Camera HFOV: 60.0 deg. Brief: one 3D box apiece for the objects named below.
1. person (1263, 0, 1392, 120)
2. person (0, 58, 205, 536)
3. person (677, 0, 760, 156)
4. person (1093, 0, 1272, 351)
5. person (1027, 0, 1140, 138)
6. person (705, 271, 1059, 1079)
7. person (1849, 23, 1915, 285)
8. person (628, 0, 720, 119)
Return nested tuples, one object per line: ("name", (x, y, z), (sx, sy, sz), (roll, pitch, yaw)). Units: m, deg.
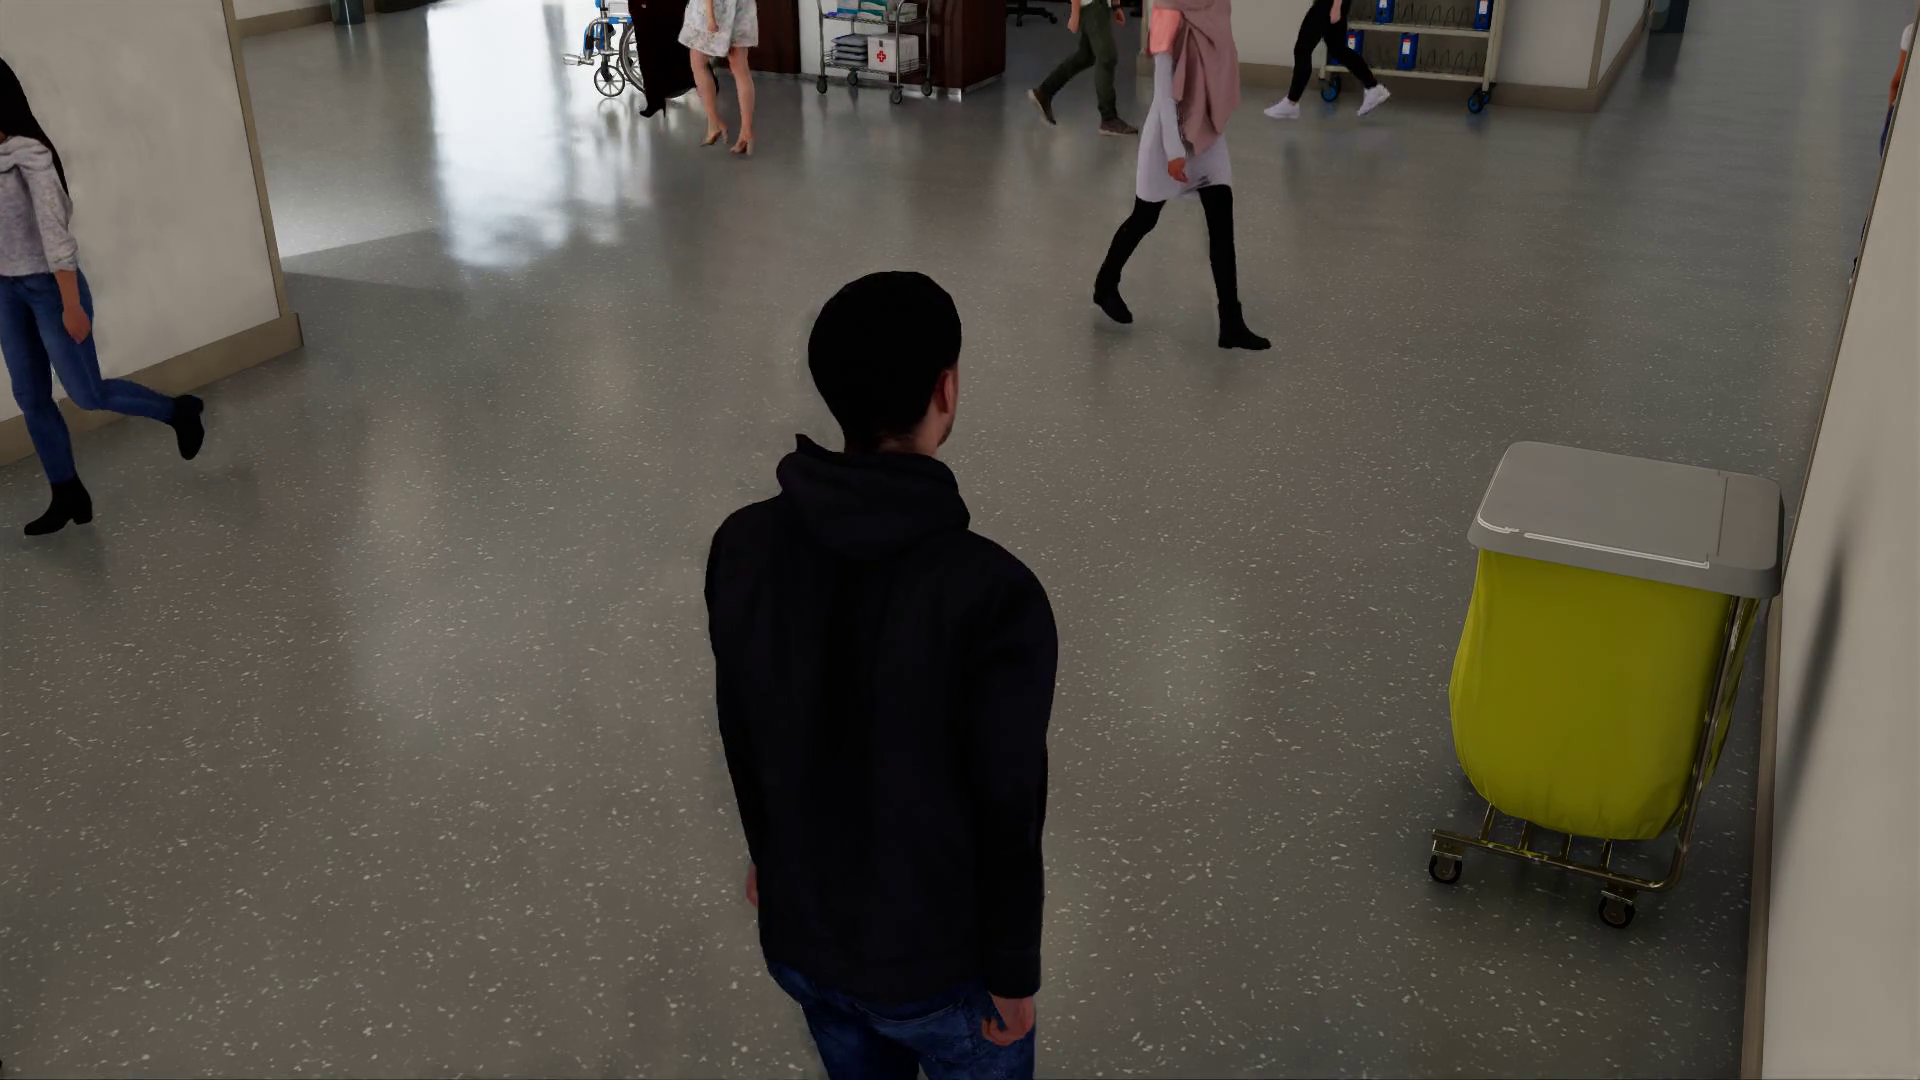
("person", (2.633, -3.697, 11.506), (1.179, 1.607, 0.858), (3, 26, 6))
("person", (-2.968, -0.820, 5.543), (0.900, 1.606, 0.759), (15, 30, 28))
("person", (-1.413, -3.332, 10.575), (0.758, 1.760, 0.671), (18, 31, 32))
("person", (0.879, -1.705, 7.206), (1.008, 1.755, 1.294), (-20, 32, -35))
("person", (0.819, -3.560, 11.203), (1.093, 1.624, 0.587), (13, 28, 24))
("person", (-0.147, 0.586, 2.319), (0.731, 1.874, 0.767), (14, 29, 26))
("person", (4.624, -1.984, 8.008), (0.693, 1.562, 0.619), (-12, 28, -24))
("person", (-2.013, -3.801, 11.573), (0.829, 1.737, 0.672), (13, 28, 24))
